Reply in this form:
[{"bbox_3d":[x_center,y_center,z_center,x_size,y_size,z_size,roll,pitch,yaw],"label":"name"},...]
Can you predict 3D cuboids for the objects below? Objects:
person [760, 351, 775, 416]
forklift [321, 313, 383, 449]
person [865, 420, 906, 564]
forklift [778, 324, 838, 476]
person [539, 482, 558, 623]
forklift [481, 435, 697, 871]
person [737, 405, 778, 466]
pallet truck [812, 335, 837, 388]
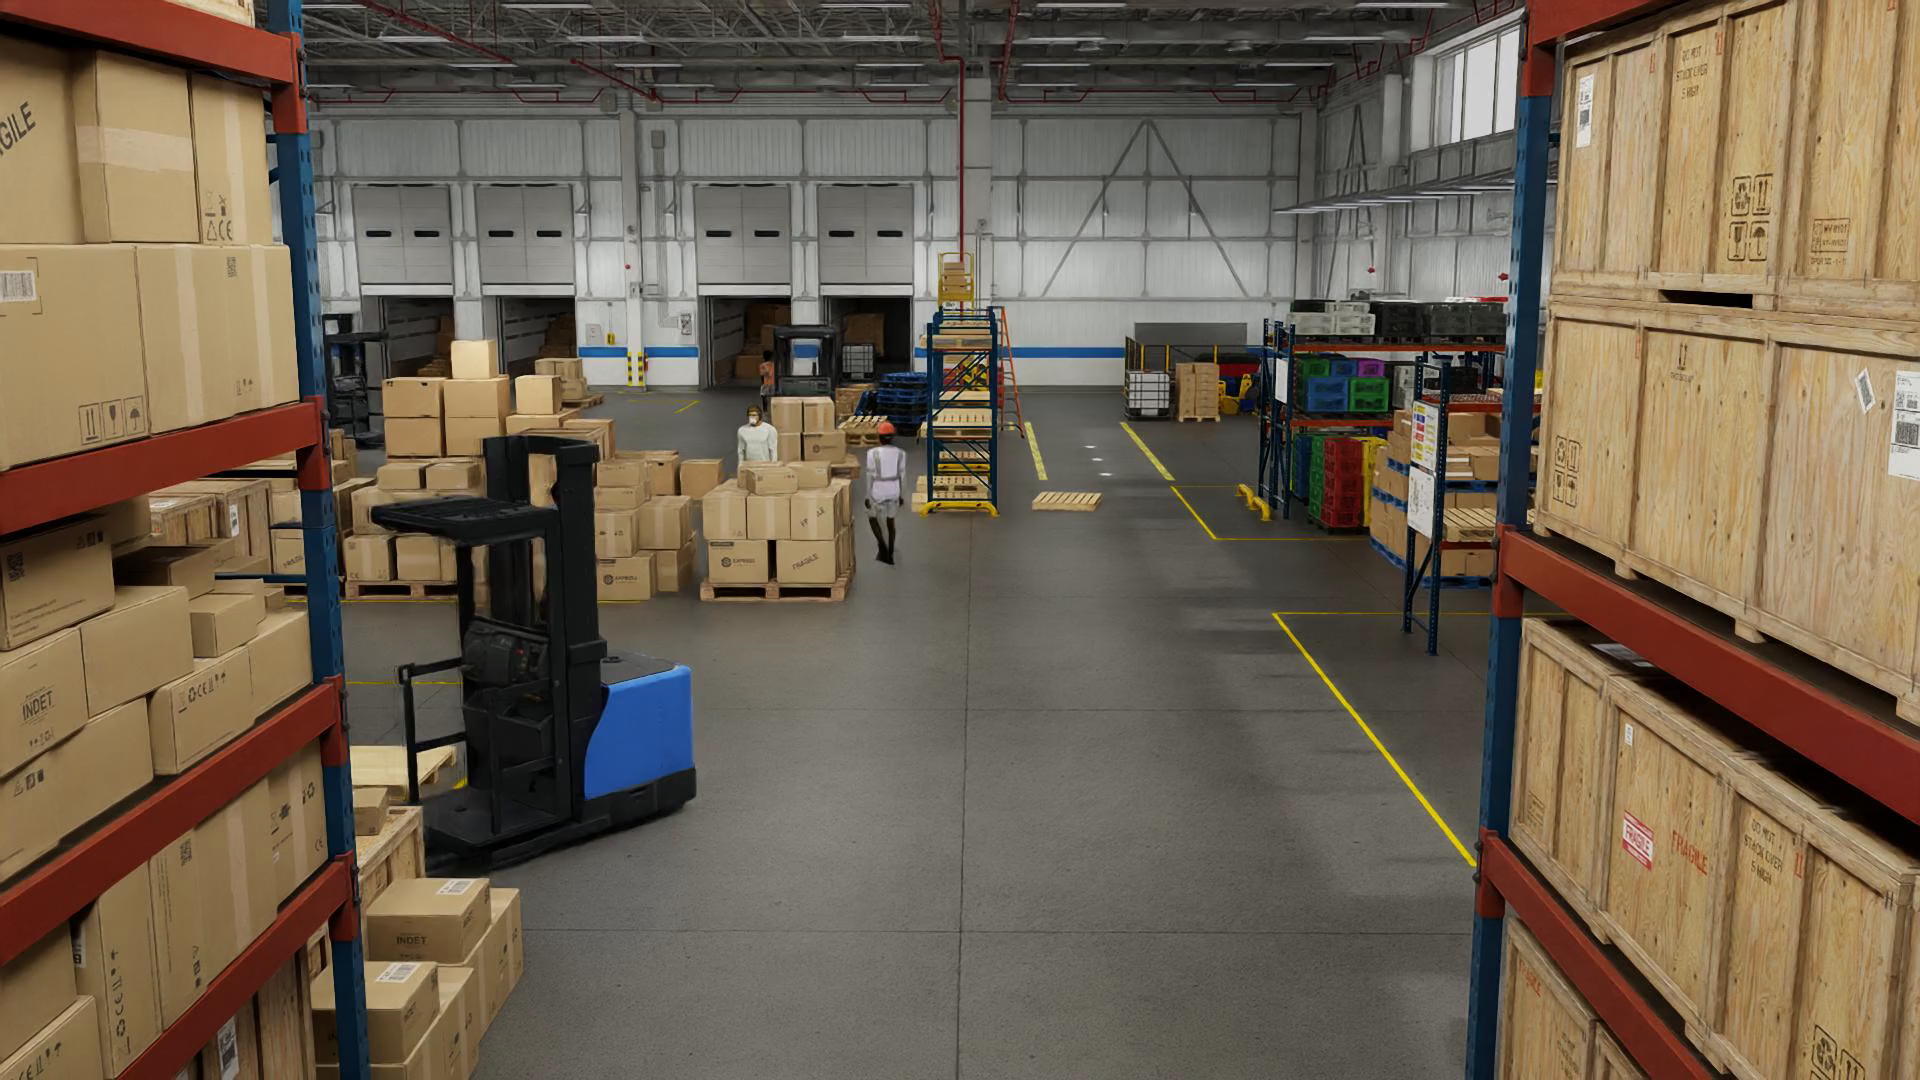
[{"bbox_3d":[-4.775,-3.934,41.879,0.537,1.678,0.678,-10,14,-44],"label":"person"},{"bbox_3d":[-13.290,-3.411,35.384,1.873,2.768,1.129,4,10,20],"label":"forklift"},{"bbox_3d":[-1.002,-0.625,22.068,0.586,1.922,0.407,-4,11,-24],"label":"person"},{"bbox_3d":[-2.831,-2.538,30.347,1.129,2.768,1.873,-1,10,-6],"label":"forklift"},{"bbox_3d":[-4.289,0.183,18.131,0.746,1.669,0.550,-2,10,-11],"label":"person"},{"bbox_3d":[-2.934,0.663,11.878,1.129,2.768,1.873,8,13,39],"label":"forklift"},{"bbox_3d":[-2.971,-1.029,24.404,0.628,1.929,0.363,3,10,16],"label":"person"},{"bbox_3d":[-3.021,-4.312,43.126,1.885,1.965,0.823,3,10,17],"label":"pallet truck"}]
